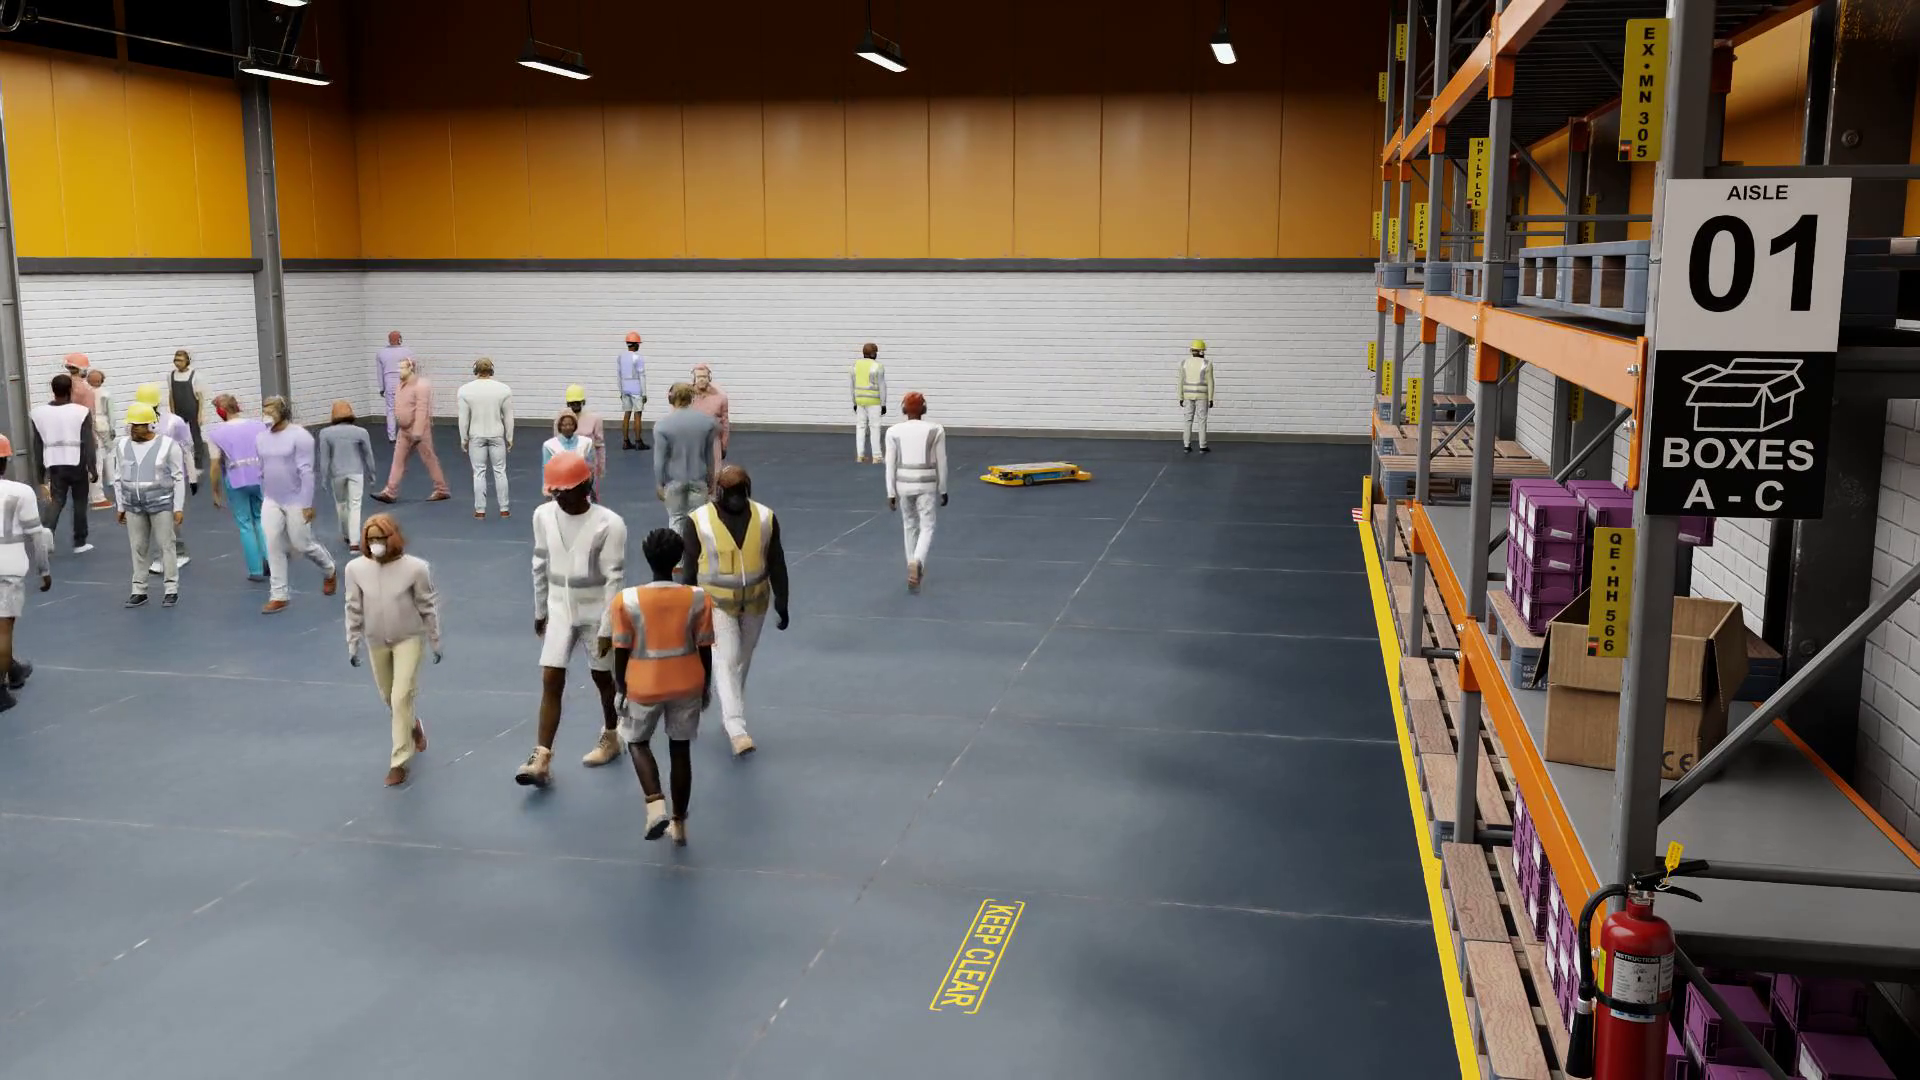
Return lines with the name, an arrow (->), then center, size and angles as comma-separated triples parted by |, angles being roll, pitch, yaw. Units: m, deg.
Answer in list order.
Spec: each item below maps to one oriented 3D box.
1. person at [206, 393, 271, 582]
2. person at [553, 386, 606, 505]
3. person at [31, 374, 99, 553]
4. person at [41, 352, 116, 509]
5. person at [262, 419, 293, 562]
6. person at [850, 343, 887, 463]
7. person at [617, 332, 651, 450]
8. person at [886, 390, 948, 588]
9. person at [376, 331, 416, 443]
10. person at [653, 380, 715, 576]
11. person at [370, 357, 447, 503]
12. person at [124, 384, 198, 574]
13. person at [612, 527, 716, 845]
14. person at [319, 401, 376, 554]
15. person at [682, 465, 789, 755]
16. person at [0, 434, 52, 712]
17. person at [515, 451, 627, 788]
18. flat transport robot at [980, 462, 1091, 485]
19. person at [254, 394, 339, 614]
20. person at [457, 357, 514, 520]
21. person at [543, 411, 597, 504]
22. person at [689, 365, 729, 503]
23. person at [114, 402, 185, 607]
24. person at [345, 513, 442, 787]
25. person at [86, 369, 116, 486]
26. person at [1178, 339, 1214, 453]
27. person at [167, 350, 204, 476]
person -> -6.814, -0.494, 15.863 | 0.453, 1.815, 0.632 | 9, 13, 42
person -> -4.065, -0.779, 17.805 | 0.537, 1.731, 0.756 | -2, 10, -12
person -> -9.340, -0.776, 17.335 | 0.597, 1.897, 0.667 | -1, 9, -6
person -> -10.850, -1.309, 20.360 | 0.621, 1.968, 0.811 | 4, 10, 24
person -> -6.934, -0.570, 16.902 | 0.522, 1.614, 0.423 | -1, 10, -8
person -> -1.371, -2.089, 25.399 | 0.633, 1.841, 0.429 | 6, 11, 33
person -> -5.329, -2.433, 27.190 | 0.552, 1.932, 0.377 | 5, 11, 30
person -> -0.418, -0.473, 15.635 | 0.581, 1.857, 0.804 | 2, 10, 9
person -> -9.548, -2.597, 28.260 | 0.641, 1.910, 0.401 | 0, 9, 0
person -> -2.635, -0.574, 16.030 | 0.635, 1.922, 0.613 | -5, 11, -28
person -> -6.999, -1.384, 21.104 | 0.692, 1.853, 0.990 | 8, 12, 40
person -> -7.858, -0.591, 16.293 | 0.604, 1.859, 0.923 | 0, 9, 1
person -> -1.526, 0.771, 8.631 | 0.545, 1.680, 0.402 | -3, 10, -19
person -> -6.489, -0.681, 17.666 | 0.535, 1.582, 0.865 | -2, 10, -14
person -> -1.402, 0.415, 10.505 | 0.640, 1.785, 0.968 | -4, 10, -25
person -> -6.647, 0.190, 11.553 | 0.567, 1.878, 1.000 | -1, 10, -9
person -> -2.267, 0.451, 9.713 | 0.669, 1.964, 1.022 | 2, 10, 14
flat transport robot -> 1.054, -0.935, 23.166 | 1.431, 0.197, 0.652 | -5, 11, -30
person -> -5.883, -0.340, 14.655 | 0.637, 1.922, 0.811 | 3, 10, 17
person -> -5.618, -1.199, 19.746 | 0.634, 1.938, 0.355 | -3, 10, -20
person -> -3.744, -0.426, 16.049 | 0.534, 1.615, 0.646 | -4, 10, -23
person -> -2.979, -1.069, 19.166 | 0.651, 1.875, 0.871 | -1, 10, -8
person -> -7.176, -0.307, 14.713 | 0.587, 1.826, 0.404 | 0, 9, -3
person -> -3.366, 0.600, 9.950 | 0.531, 1.596, 0.773 | 0, 9, 0
person -> -11.725, -1.498, 22.539 | 0.525, 1.617, 0.707 | 0, 9, 2
person -> 3.808, -2.309, 26.764 | 0.593, 1.828, 0.403 | 5, 11, 29
person -> -10.993, -1.763, 23.527 | 0.543, 1.806, 0.906 | 0, 9, -1
